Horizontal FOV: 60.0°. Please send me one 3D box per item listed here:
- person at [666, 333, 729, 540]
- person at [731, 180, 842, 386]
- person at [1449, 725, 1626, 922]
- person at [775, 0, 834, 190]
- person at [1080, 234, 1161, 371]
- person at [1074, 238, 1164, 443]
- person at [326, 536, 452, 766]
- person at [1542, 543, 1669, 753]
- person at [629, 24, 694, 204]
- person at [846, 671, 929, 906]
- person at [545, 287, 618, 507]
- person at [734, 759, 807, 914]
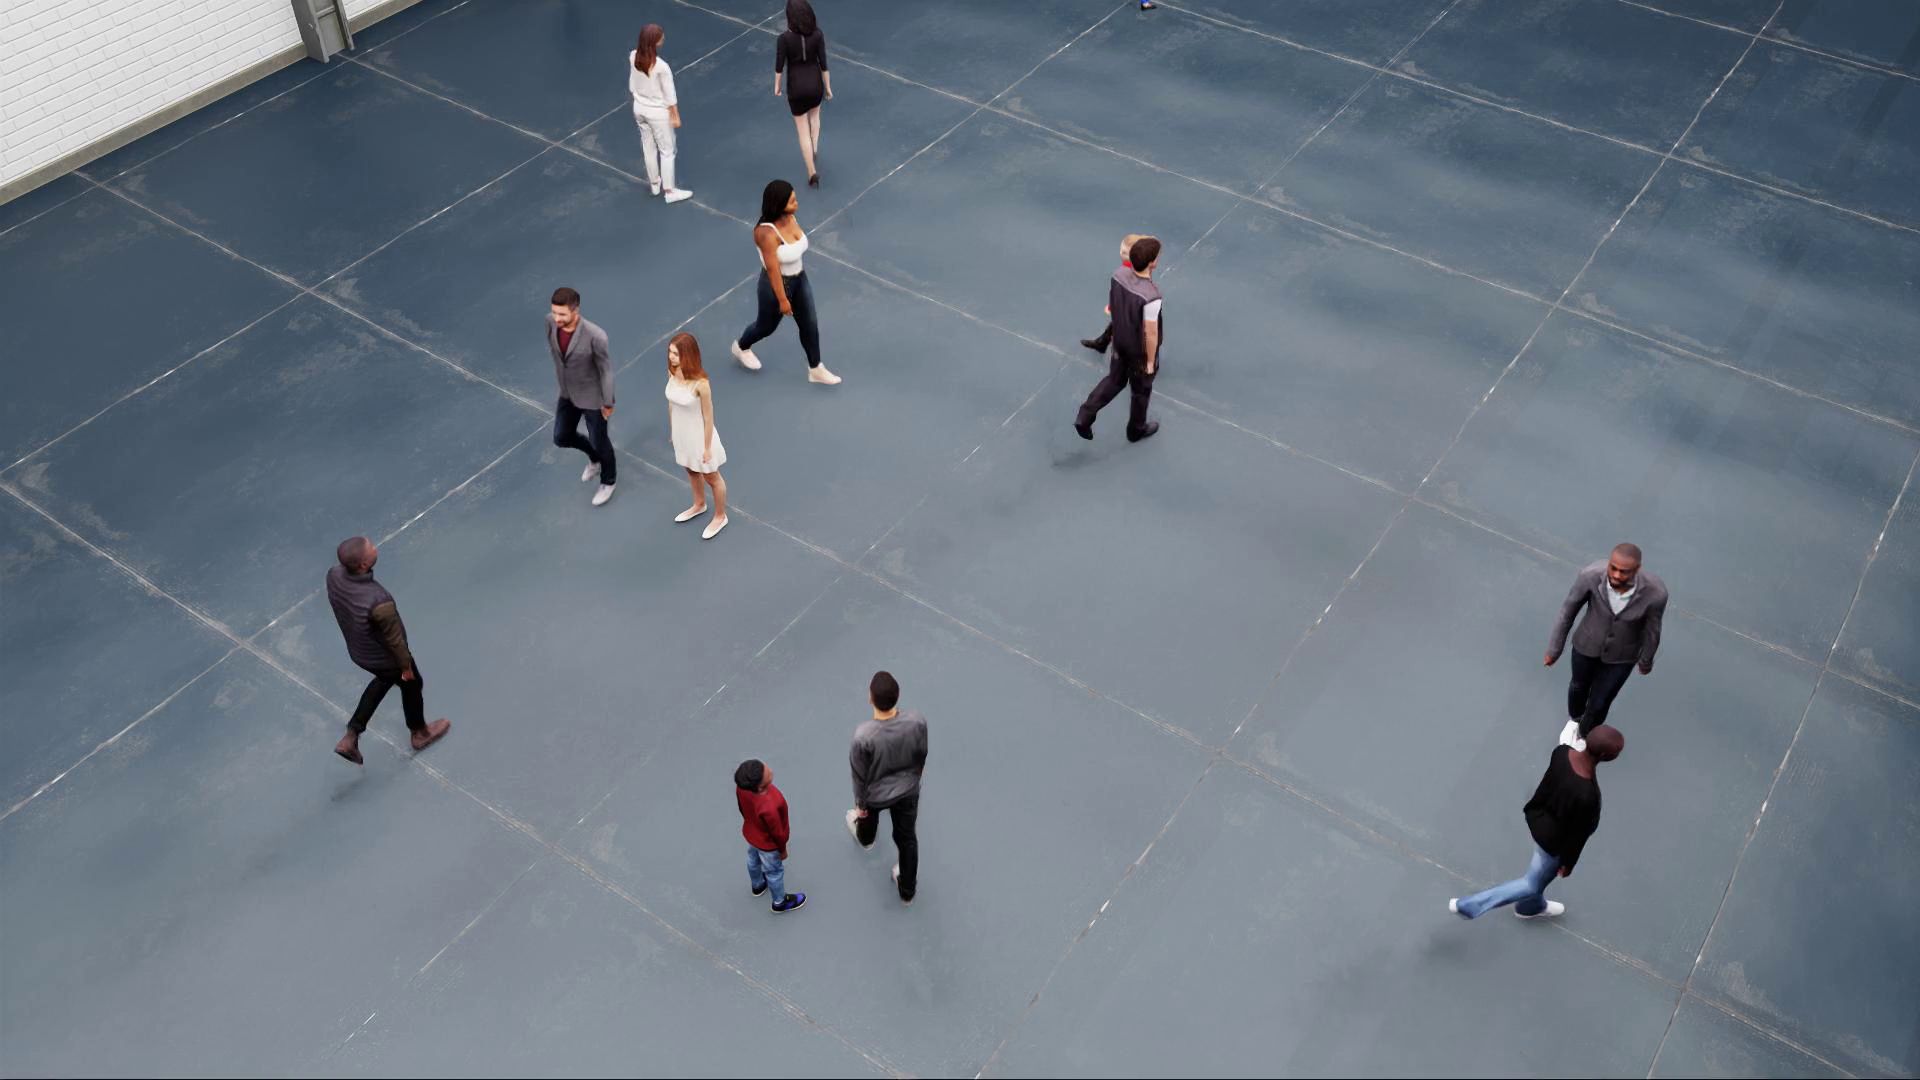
[{"bbox_3d":[-1.865,-0.756,11.712,0.568,1.711,0.547,30,51,28],"label":"person"},{"bbox_3d":[-1.475,-1.980,12.956,0.782,1.768,1.158,21,47,21],"label":"person"},{"bbox_3d":[3.194,1.633,9.196,1.046,1.722,1.015,-8,44,-8],"label":"person"},{"bbox_3d":[-1.379,-4.003,15.068,0.927,1.782,0.956,-14,45,-14],"label":"person"},{"bbox_3d":[1.425,-1.867,13.216,0.797,1.245,0.896,8,44,9],"label":"person"},{"bbox_3d":[1.216,-1.414,12.313,1.057,1.835,0.845,-26,49,-25],"label":"person"},{"bbox_3d":[-3.585,0.713,10.091,0.722,1.819,0.946,26,49,25],"label":"person"},{"bbox_3d":[3.987,0.619,10.209,0.762,1.793,0.642,21,48,21],"label":"person"},{"bbox_3d":[-2.773,-3.876,15.010,0.698,1.680,0.571,13,45,13],"label":"person"},{"bbox_3d":[-0.372,1.457,9.370,1.006,1.737,1.006,-15,46,-15],"label":"person"},{"bbox_3d":[-2.658,-1.095,11.961,0.741,1.859,0.712,20,47,20],"label":"person"},{"bbox_3d":[-1.122,1.673,9.492,0.547,1.256,0.546,-32,52,-29],"label":"person"}]
